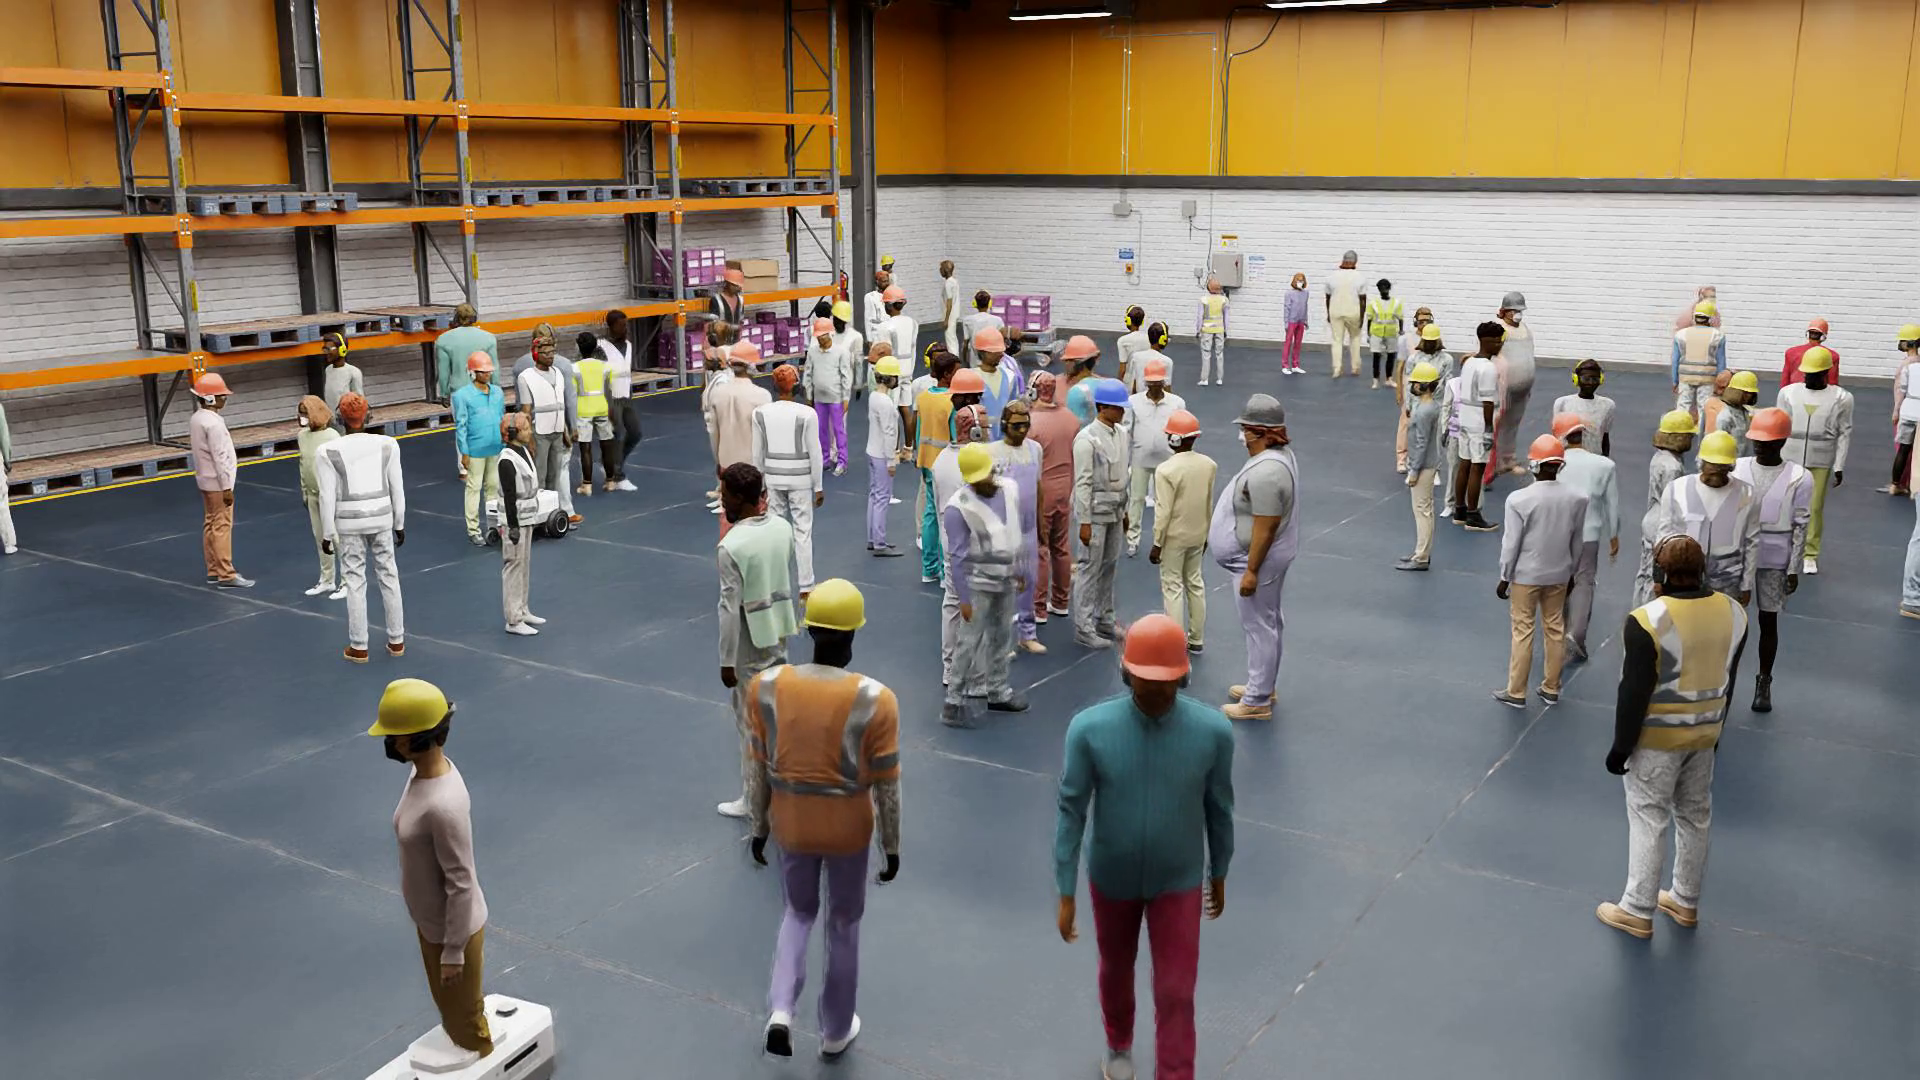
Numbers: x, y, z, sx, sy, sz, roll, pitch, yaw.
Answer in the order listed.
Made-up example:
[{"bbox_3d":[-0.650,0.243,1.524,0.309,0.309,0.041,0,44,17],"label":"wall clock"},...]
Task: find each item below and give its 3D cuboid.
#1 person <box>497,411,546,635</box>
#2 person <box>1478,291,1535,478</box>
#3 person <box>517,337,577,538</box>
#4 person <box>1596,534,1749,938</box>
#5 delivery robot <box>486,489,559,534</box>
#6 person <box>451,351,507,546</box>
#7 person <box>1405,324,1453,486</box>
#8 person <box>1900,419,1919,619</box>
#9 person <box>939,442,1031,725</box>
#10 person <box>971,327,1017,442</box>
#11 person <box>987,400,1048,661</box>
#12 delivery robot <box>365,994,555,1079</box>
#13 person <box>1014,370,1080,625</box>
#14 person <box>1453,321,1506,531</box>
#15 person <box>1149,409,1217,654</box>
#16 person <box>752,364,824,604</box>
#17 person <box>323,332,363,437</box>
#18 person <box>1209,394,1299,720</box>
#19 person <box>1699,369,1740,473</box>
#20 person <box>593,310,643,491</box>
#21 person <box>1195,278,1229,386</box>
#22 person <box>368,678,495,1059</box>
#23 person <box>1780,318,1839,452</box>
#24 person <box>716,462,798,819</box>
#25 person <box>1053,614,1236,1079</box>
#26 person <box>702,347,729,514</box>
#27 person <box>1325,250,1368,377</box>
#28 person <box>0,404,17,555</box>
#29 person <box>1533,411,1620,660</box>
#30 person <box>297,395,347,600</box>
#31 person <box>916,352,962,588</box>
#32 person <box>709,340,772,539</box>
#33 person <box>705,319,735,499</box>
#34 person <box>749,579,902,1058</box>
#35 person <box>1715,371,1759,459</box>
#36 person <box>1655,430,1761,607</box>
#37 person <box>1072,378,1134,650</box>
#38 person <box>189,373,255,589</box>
[{"bbox_3d":[-3.245,-0.129,12.235,0.310,1.643,0.522,0,13,-2],"label":"person"},{"bbox_3d":[6.019,-1.704,18.197,0.689,2.000,0.539,-6,14,-25],"label":"person"},{"bbox_3d":[-3.841,-0.961,15.400,0.390,1.846,0.565,6,14,24],"label":"person"},{"bbox_3d":[3.163,0.876,7.454,0.620,1.840,0.430,-5,14,-19],"label":"person"},{"bbox_3d":[-3.981,-0.295,15.134,0.477,0.478,0.707,6,14,24],"label":"delivery robot"},{"bbox_3d":[-4.303,-0.838,15.067,0.327,1.752,0.563,8,15,32],"label":"person"},{"bbox_3d":[4.981,-1.439,17.724,0.480,1.731,0.354,4,13,15],"label":"person"},{"bbox_3d":[7.415,-0.395,12.620,0.381,1.994,0.614,8,15,32],"label":"person"},{"bbox_3d":[0.169,0.263,10.246,0.412,1.782,0.673,12,18,42],"label":"person"},{"bbox_3d":[0.253,-0.805,14.293,0.615,2.043,0.373,-8,15,-32],"label":"person"},{"bbox_3d":[0.368,-0.068,11.565,0.518,1.834,0.346,-8,15,-32],"label":"person"},{"bbox_3d":[-1.743,1.854,5.808,0.477,0.478,0.707,6,14,24],"label":"delivery robot"},{"bbox_3d":[0.604,-0.319,12.483,0.402,1.910,0.639,12,18,42],"label":"person"},{"bbox_3d":[4.882,-1.079,15.654,0.370,1.963,0.608,-1,13,-4],"label":"person"},{"bbox_3d":[1.527,-0.037,11.585,0.576,1.754,0.326,-11,17,-40],"label":"person"},{"bbox_3d":[-1.336,-0.432,13.024,0.573,1.883,0.354,4,14,17],"label":"person"},{"bbox_3d":[-5.771,-1.012,15.565,0.519,1.874,0.326,8,15,32],"label":"person"},{"bbox_3d":[1.823,0.097,10.387,0.536,2.000,0.672,5,14,19],"label":"person"},{"bbox_3d":[6.697,-0.686,14.661,0.309,1.639,0.523,-3,13,-12],"label":"person"},{"bbox_3d":[-3.595,-1.463,17.450,0.434,1.905,0.605,6,14,23],"label":"person"},{"bbox_3d":[3.857,-3.172,25.443,0.525,1.639,0.307,-3,13,-14],"label":"person"},{"bbox_3d":[-1.794,1.318,5.698,0.328,1.765,0.532,-6,14,-26],"label":"person"},{"bbox_3d":[9.290,-1.557,18.219,0.575,1.740,0.349,9,16,33],"label":"person"},{"bbox_3d":[-1.064,0.536,8.778,0.384,1.910,0.594,7,15,27],"label":"person"},{"bbox_3d":[0.652,1.191,5.876,0.629,1.943,1.036,1,13,5],"label":"person"},{"bbox_3d":[-2.367,-1.081,16.373,0.309,1.639,0.523,-3,13,-15],"label":"person"},{"bbox_3d":[6.204,-3.654,26.654,0.693,2.000,0.887,6,14,23],"label":"person"},{"bbox_3d":[-8.544,-0.649,14.499,0.511,1.640,0.308,-10,16,-36],"label":"person"},{"bbox_3d":[4.345,-0.044,11.774,0.612,1.701,0.830,5,14,19],"label":"person"},{"bbox_3d":[-5.054,-0.340,13.192,0.491,1.625,0.283,8,15,33],"label":"person"},{"bbox_3d":[-0.136,-0.568,13.539,0.378,1.916,0.598,-9,16,-35],"label":"person"},{"bbox_3d":[-1.764,-0.648,13.723,0.622,1.990,0.401,6,14,24],"label":"person"},{"bbox_3d":[-2.435,-1.334,17.021,0.351,1.847,0.507,6,14,25],"label":"person"},{"bbox_3d":[-0.521,1.095,6.326,0.616,1.911,0.526,3,13,14],"label":"person"},{"bbox_3d":[6.386,-0.534,13.778,0.321,1.740,0.491,12,18,43],"label":"person"},{"bbox_3d":[4.630,0.217,10.345,0.595,1.824,0.403,5,14,21],"label":"person"},{"bbox_3d":[1.026,-0.189,11.850,0.417,1.940,0.607,10,16,36],"label":"person"},{"bbox_3d":[-6.027,-0.483,13.527,0.330,1.750,0.573,-11,17,-39],"label":"person"}]
